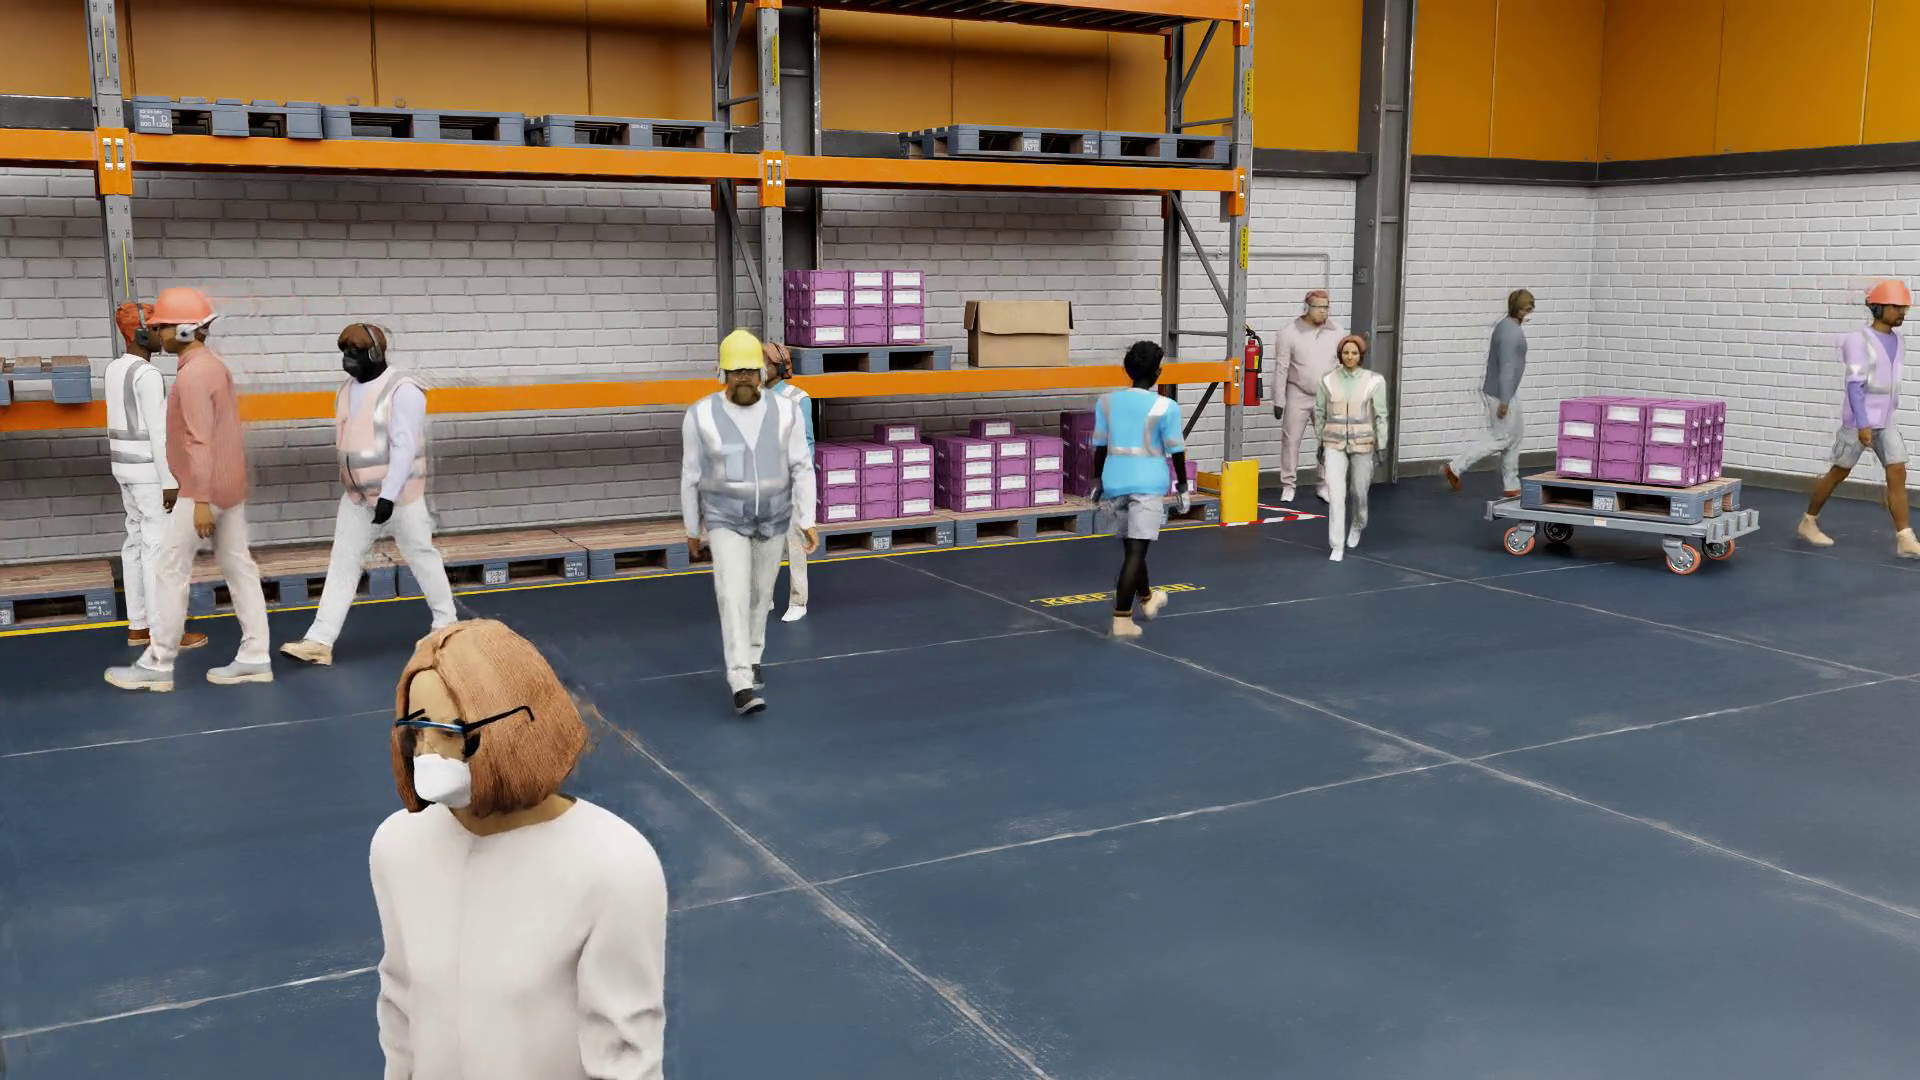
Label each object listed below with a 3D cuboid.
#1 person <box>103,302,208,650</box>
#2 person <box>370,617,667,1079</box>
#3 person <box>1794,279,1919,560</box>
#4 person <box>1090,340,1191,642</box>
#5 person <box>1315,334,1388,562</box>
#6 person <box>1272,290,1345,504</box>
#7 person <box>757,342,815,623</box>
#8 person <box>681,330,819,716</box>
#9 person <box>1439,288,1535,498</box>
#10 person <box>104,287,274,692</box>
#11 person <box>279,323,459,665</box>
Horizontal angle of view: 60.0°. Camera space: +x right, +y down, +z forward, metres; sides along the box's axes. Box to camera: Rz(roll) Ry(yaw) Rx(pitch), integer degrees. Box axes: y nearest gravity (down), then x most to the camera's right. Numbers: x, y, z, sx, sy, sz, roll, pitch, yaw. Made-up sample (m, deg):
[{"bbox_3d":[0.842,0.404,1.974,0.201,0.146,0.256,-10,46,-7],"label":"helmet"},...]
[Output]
[{"bbox_3d":[-4.388,-0.337,9.005,0.584,1.882,0.346,8,12,41],"label":"person"},{"bbox_3d":[-0.597,0.889,2.381,0.504,1.608,0.698,3,10,19],"label":"person"},{"bbox_3d":[6.580,-0.879,12.028,0.614,1.995,1.067,-3,10,-20],"label":"person"},{"bbox_3d":[1.060,-0.293,9.417,0.556,1.651,0.840,7,12,37],"label":"person"},{"bbox_3d":[2.816,-0.682,11.981,0.515,1.608,0.800,3,10,18],"label":"person"},{"bbox_3d":[3.063,-1.235,14.541,0.674,1.875,0.602,-2,10,-11],"label":"person"},{"bbox_3d":[-1.082,-0.338,9.759,0.524,1.639,0.308,5,11,30],"label":"person"},{"bbox_3d":[-0.994,-0.096,7.876,0.593,1.783,0.925,-4,10,-21],"label":"person"},{"bbox_3d":[4.706,-1.268,14.652,0.792,1.899,0.673,2,10,14],"label":"person"},{"bbox_3d":[-3.840,-0.237,8.133,0.864,1.965,0.652,-1,9,-9],"label":"person"},{"bbox_3d":[-3.073,-0.242,8.742,0.643,1.780,1.013,5,11,29],"label":"person"}]
